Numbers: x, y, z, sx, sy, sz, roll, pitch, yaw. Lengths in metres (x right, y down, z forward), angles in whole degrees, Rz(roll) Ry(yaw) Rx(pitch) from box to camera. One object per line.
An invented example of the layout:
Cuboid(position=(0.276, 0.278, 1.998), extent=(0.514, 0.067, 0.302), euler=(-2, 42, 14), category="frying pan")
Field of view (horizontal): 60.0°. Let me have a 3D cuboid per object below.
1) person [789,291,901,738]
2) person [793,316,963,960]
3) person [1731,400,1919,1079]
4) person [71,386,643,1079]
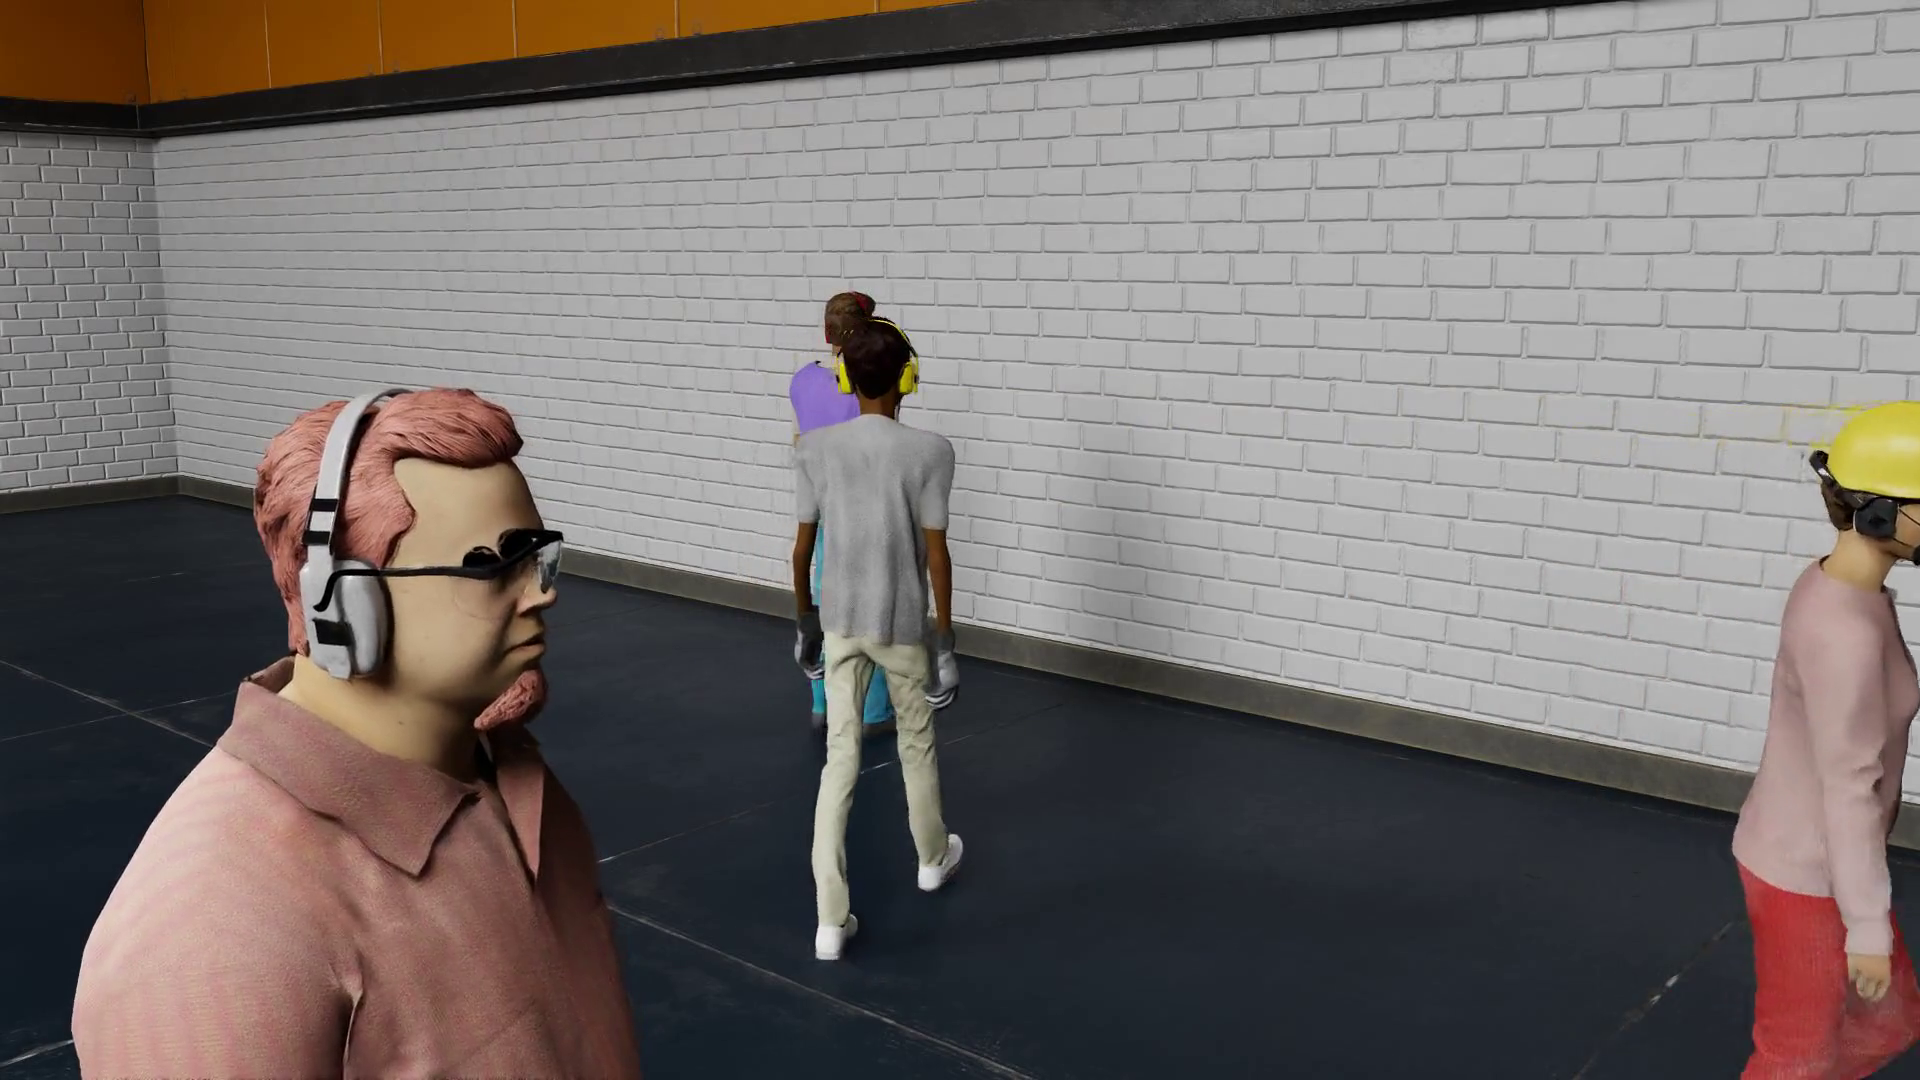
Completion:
Cuboid(position=(-0.461, -0.098, 6.891), extent=(0.567, 1.847, 0.389), euler=(7, 12, 36), category="person")
Cuboid(position=(-0.234, 0.255, 4.958), extent=(0.555, 1.825, 0.887), euler=(3, 10, 14), category="person")
Cuboid(position=(1.625, 0.613, 3.086), extent=(0.382, 1.750, 0.557), euler=(5, 11, 27), category="person")
Cuboid(position=(-0.465, 0.814, 1.525), extent=(0.399, 1.909, 0.642), euler=(1, 10, 3), category="person")
